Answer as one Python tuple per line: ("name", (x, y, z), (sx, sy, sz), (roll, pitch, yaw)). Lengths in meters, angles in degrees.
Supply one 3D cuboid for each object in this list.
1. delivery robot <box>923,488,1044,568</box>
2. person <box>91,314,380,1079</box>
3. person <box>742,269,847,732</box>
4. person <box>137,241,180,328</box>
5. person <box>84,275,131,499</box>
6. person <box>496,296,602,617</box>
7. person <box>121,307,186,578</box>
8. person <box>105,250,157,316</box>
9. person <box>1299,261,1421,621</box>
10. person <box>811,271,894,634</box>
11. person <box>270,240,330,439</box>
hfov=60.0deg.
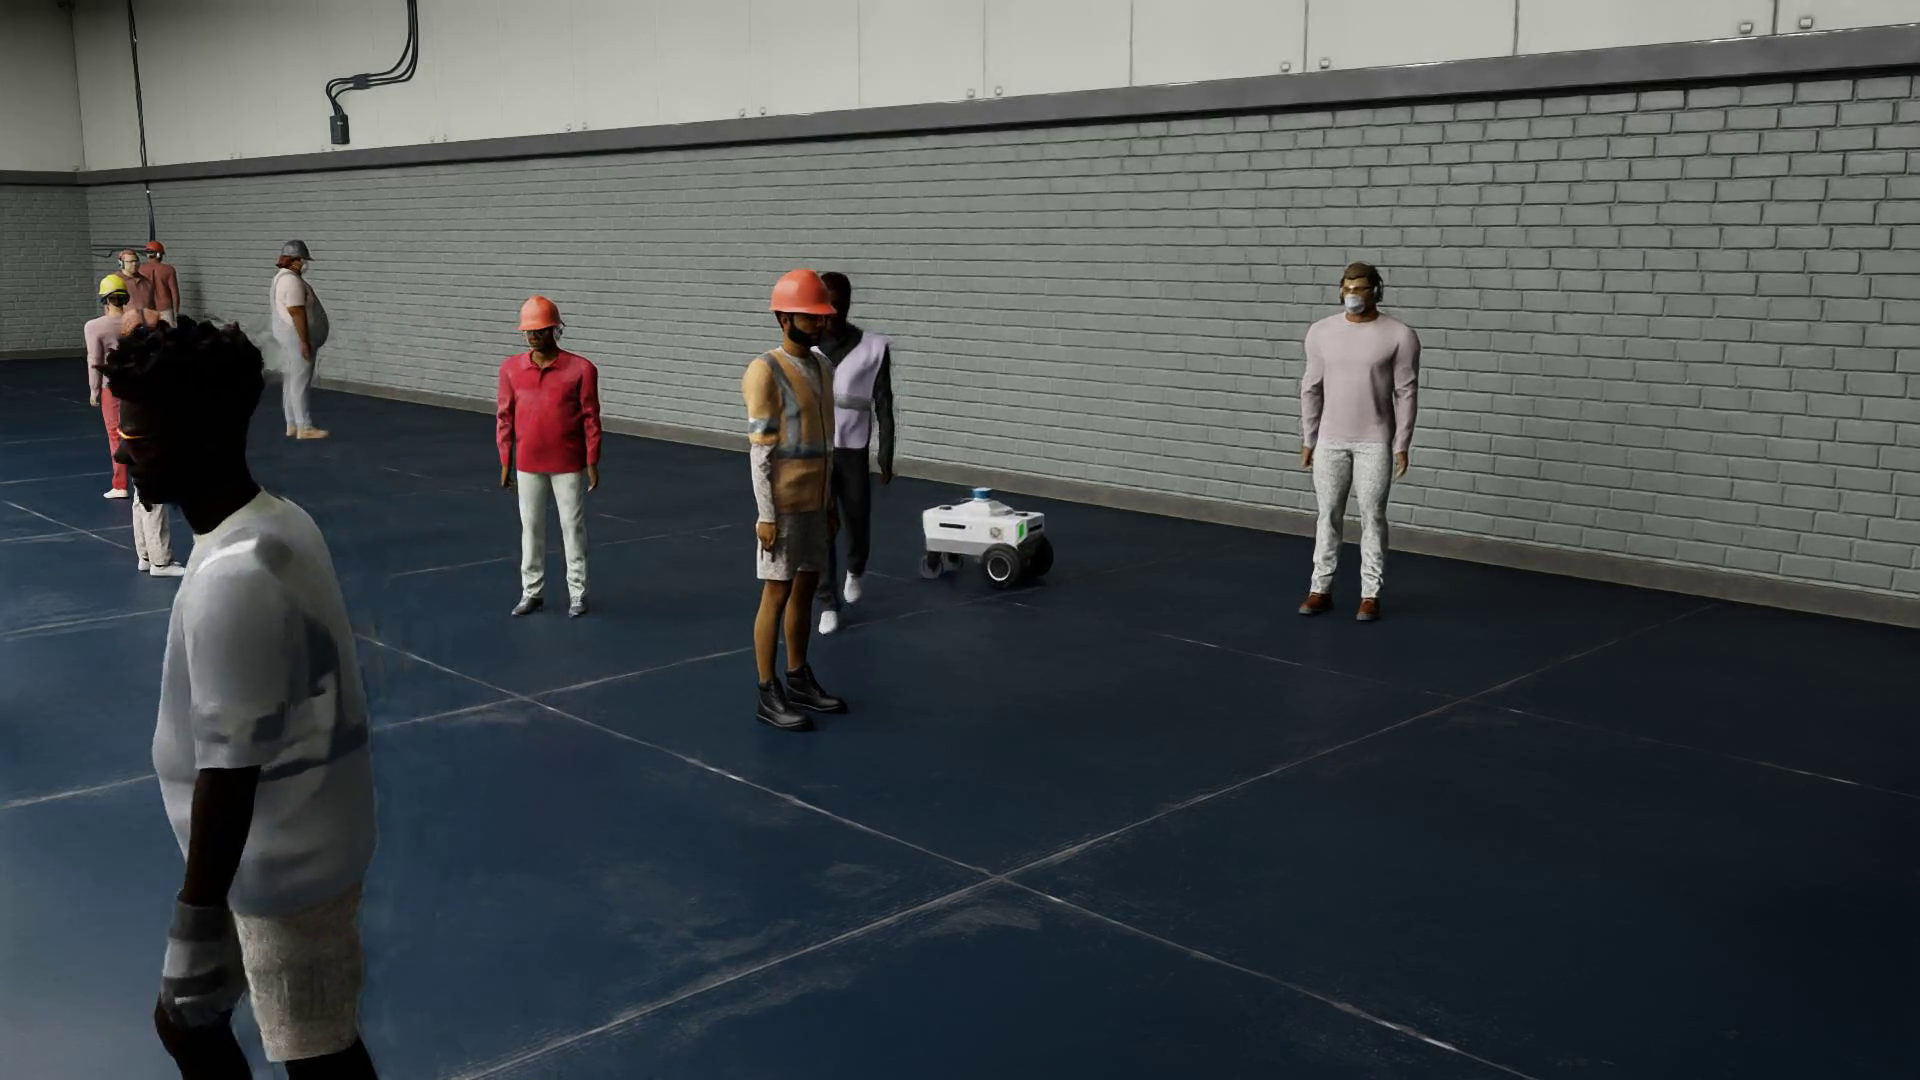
("delivery robot", (0.137, -0.070, 10.026), (0.707, 0.478, 0.477), (5, 12, 27))
("person", (-1.329, 0.573, 2.994), (0.741, 1.933, 0.630), (-4, 11, -19))
("person", (-0.672, -0.172, 7.061), (0.379, 1.937, 0.548), (6, 12, 28))
("person", (-12.008, -3.473, 24.936), (0.612, 1.984, 0.401), (-2, 10, -8))
("person", (-6.630, -1.205, 13.168), (0.316, 1.769, 0.525), (8, 13, 38))
("person", (-2.240, -0.443, 9.048), (0.572, 1.748, 0.343), (0, 10, 2))
("person", (-4.934, -0.589, 10.145), (0.307, 1.643, 0.514), (-8, 13, -38))
("person", (-9.690, -2.446, 19.546), (0.410, 1.909, 0.643), (6, 12, 30))
("person", (2.148, -0.529, 9.009), (0.629, 1.940, 0.377), (6, 12, 29))
("person", (-0.652, -0.496, 8.965), (0.596, 1.896, 0.827), (0, 10, -1))
("person", (-6.782, -2.071, 17.139), (0.536, 2.000, 0.673), (-7, 13, -35))
